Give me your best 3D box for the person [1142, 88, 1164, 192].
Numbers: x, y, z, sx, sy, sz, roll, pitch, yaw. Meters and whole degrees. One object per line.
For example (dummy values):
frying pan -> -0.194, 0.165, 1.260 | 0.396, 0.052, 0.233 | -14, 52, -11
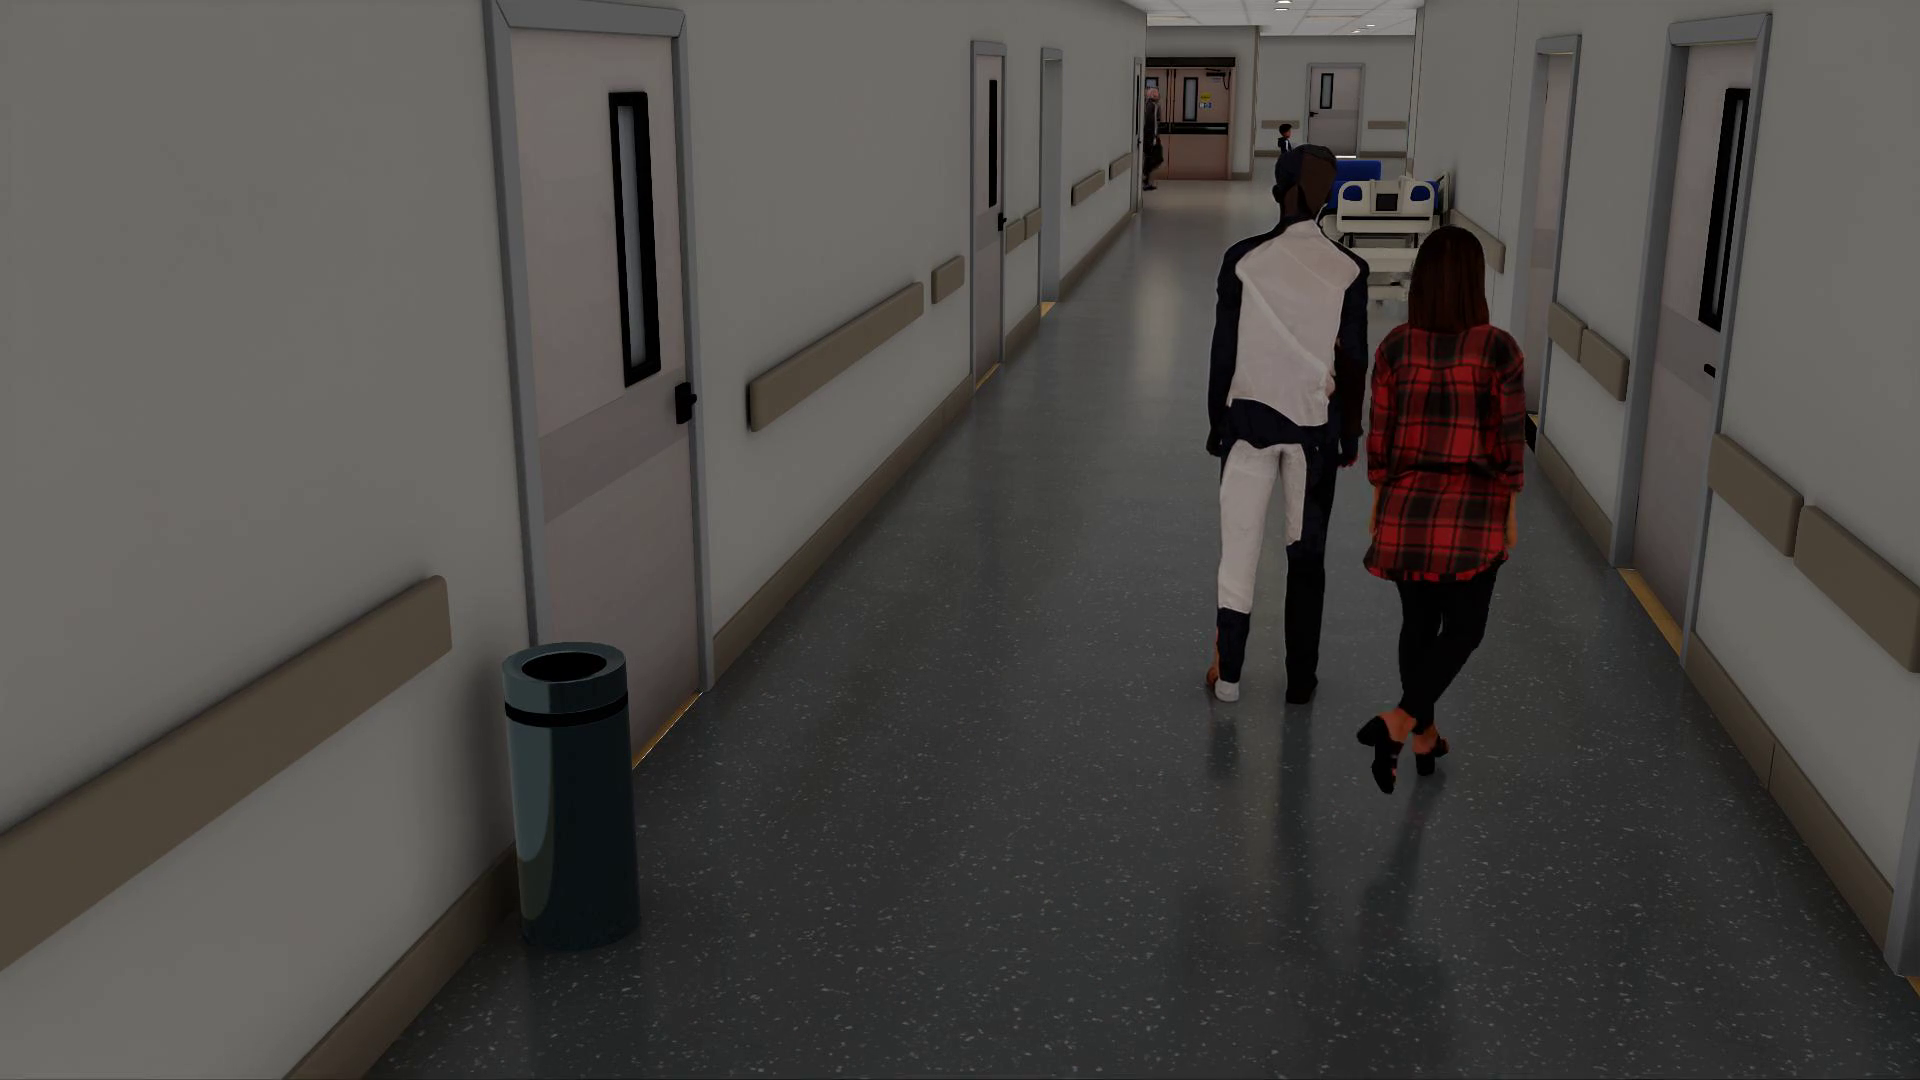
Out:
person -> 3.359, -7.212, 30.019 | 0.939, 1.823, 0.875 | -8, 18, -27

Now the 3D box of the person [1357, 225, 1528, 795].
person -> 1.370, -0.035, 4.819 | 1.026, 1.684, 0.963 | 12, 20, 36

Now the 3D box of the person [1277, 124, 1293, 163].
person -> 5.796, -6.837, 29.796 | 0.480, 1.221, 0.520 | 2, 16, 5

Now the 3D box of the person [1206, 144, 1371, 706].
person -> 1.089, -0.373, 5.630 | 0.510, 1.894, 0.733 | 2, 16, 8
